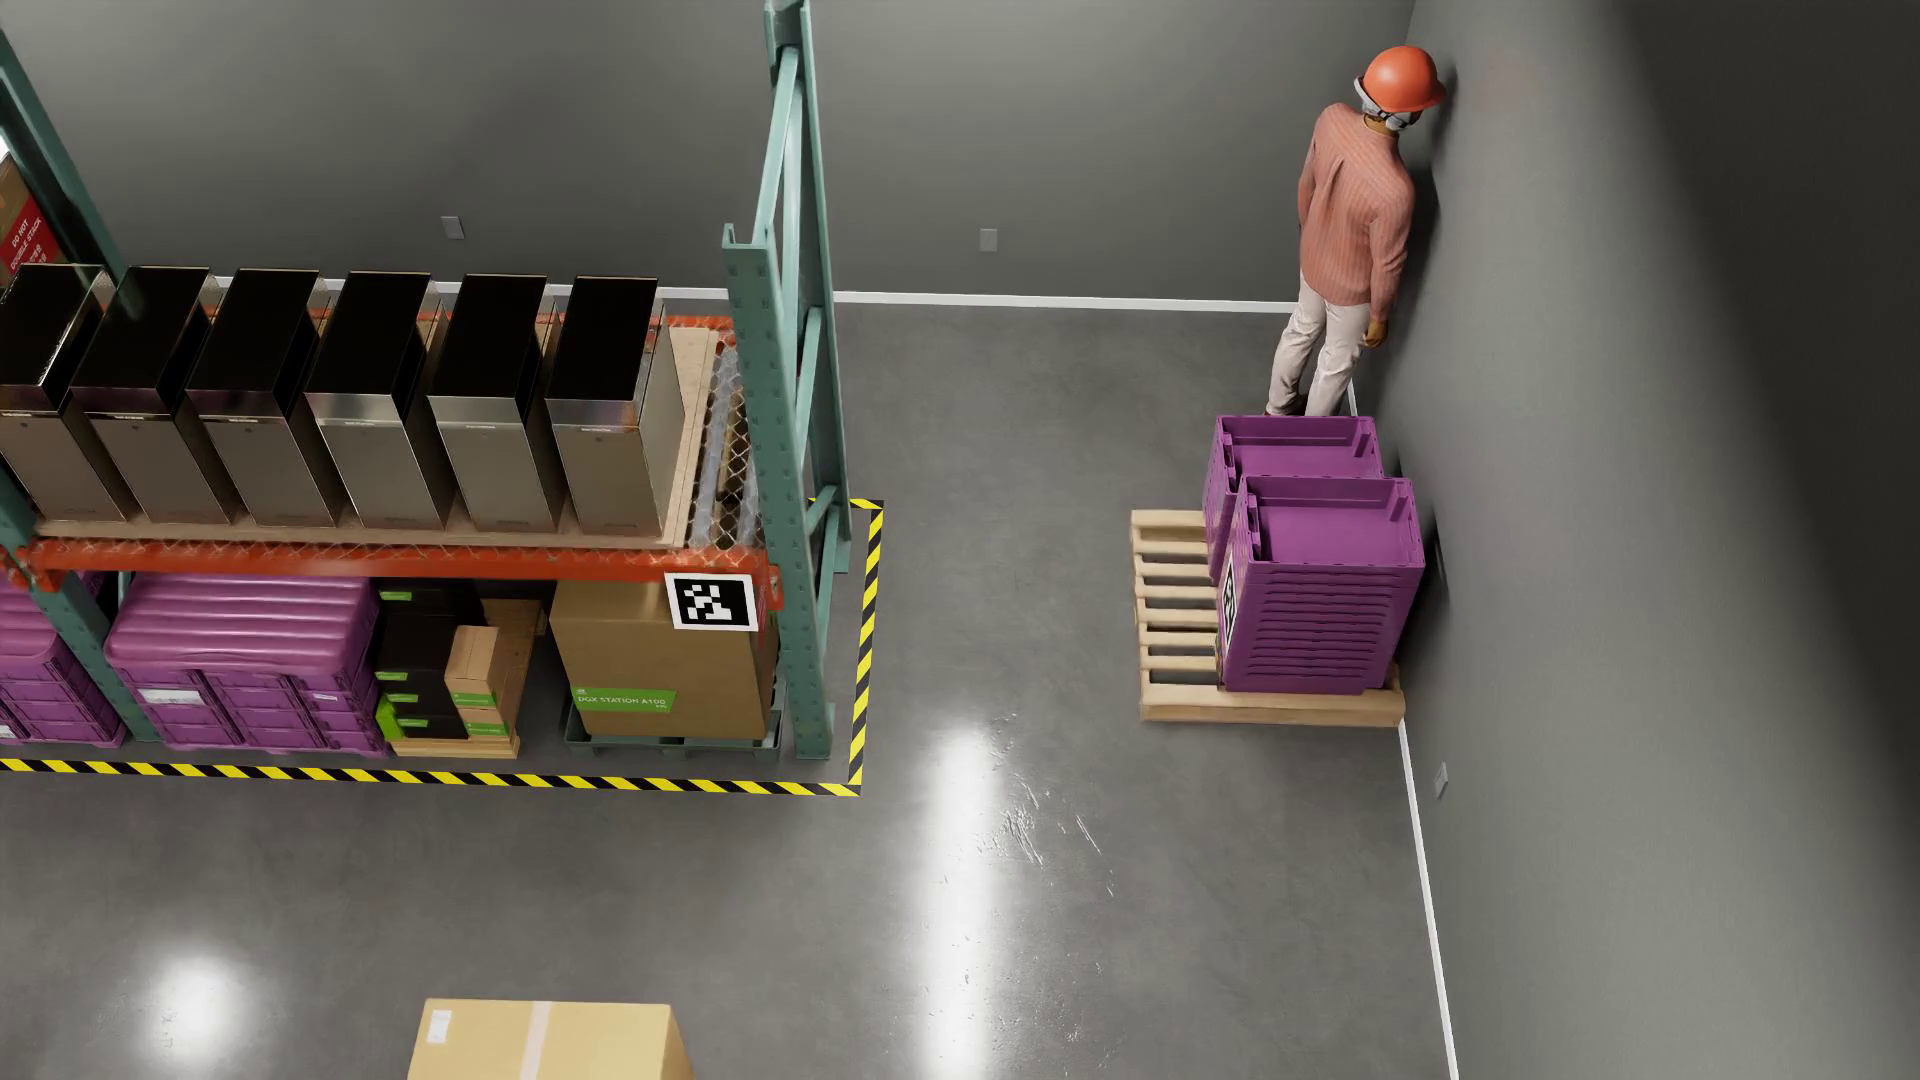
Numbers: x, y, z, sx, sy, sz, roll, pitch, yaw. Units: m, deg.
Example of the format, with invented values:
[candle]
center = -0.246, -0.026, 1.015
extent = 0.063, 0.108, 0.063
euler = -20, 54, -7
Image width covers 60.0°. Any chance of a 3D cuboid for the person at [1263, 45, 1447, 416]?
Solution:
[person]
center = 1.520, -1.062, 6.493
extent = 0.389, 1.992, 0.624
euler = -17, 54, -13
